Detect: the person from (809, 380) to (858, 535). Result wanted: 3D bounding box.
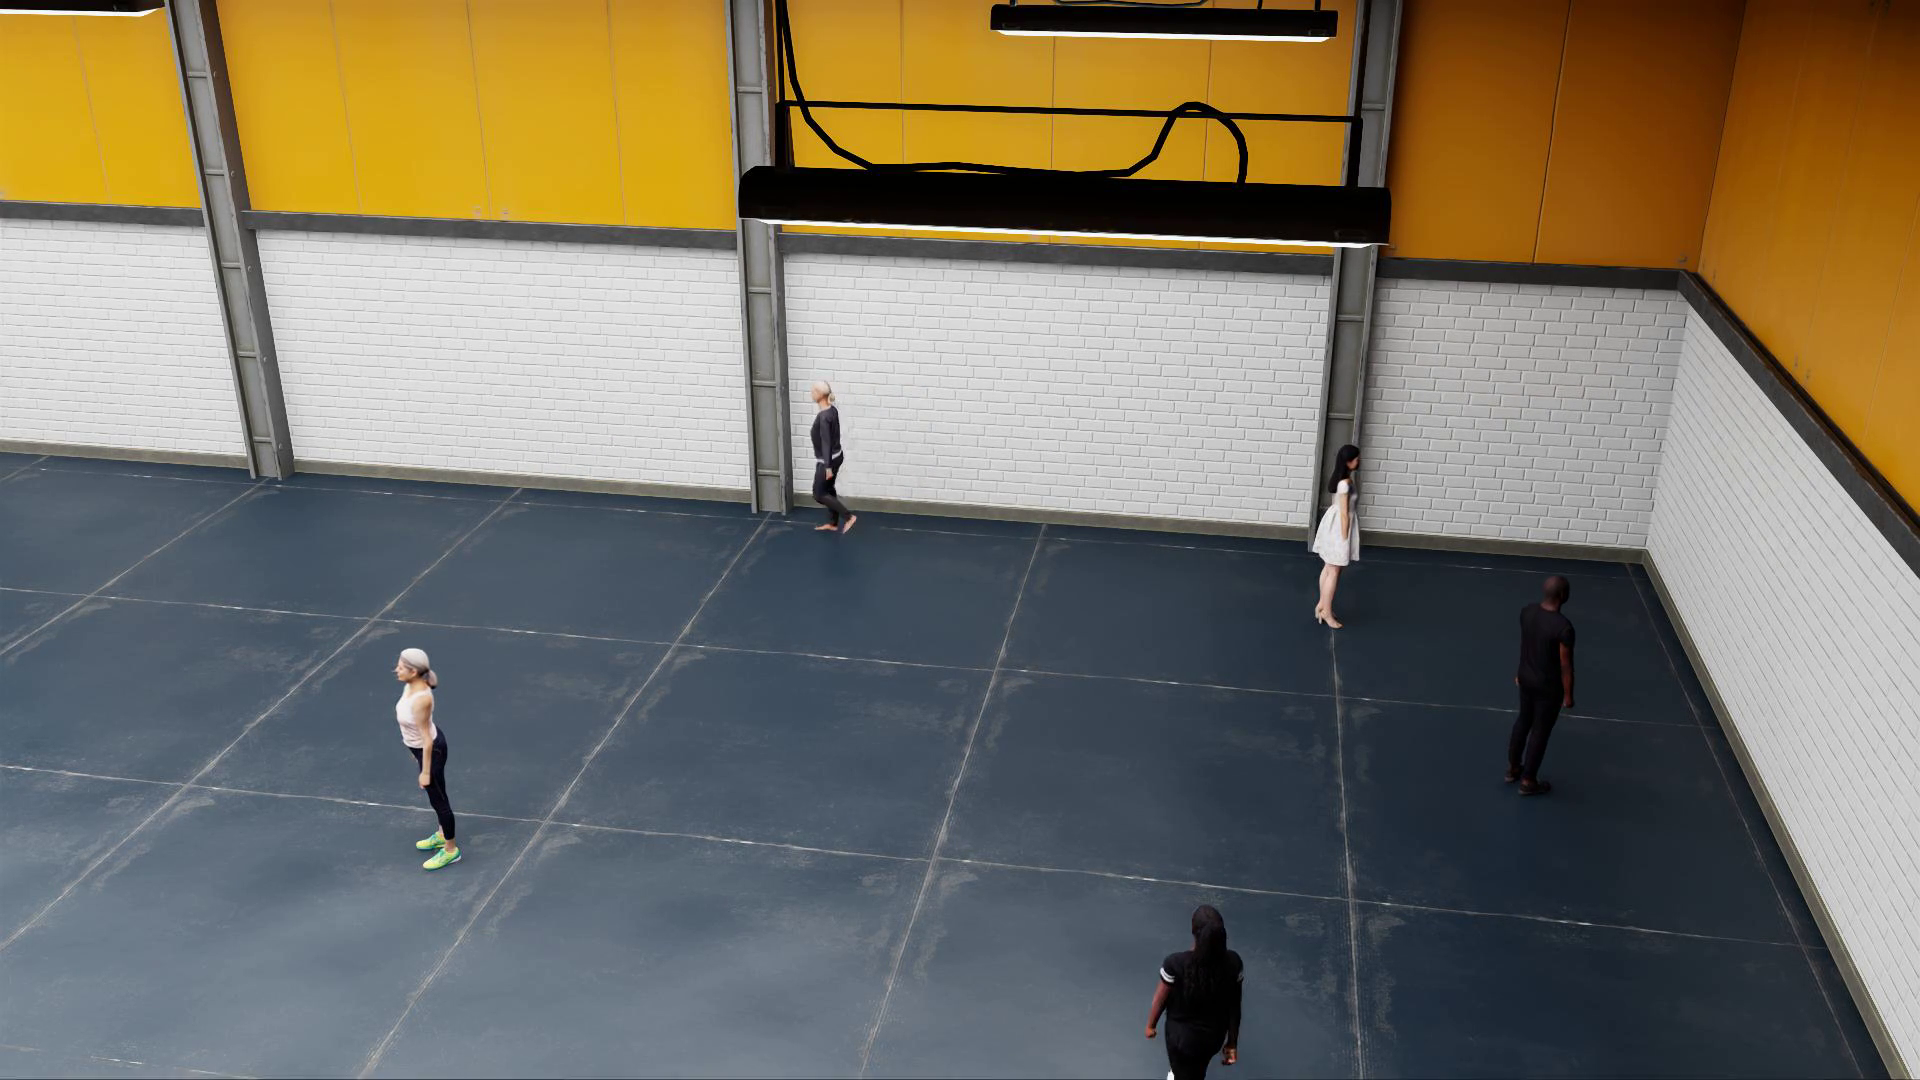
[{"bbox_3d":[-1.292,-0.846,17.366,0.699,1.711,0.634,5,24,10],"label":"person"}]

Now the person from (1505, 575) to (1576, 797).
[{"bbox_3d":[4.444,1.117,12.743,0.786,1.818,0.772,-9,25,-21],"label":"person"}]

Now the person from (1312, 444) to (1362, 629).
[{"bbox_3d":[3.524,-0.045,15.455,0.654,1.774,0.666,2,24,4],"label":"person"}]

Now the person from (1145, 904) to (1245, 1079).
[{"bbox_3d":[1.304,2.796,9.066,1.168,1.686,0.955,-4,24,-9],"label":"person"}]

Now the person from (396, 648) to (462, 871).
[{"bbox_3d":[-3.805,1.537,11.923,0.707,1.702,0.678,-11,26,-23],"label":"person"}]
